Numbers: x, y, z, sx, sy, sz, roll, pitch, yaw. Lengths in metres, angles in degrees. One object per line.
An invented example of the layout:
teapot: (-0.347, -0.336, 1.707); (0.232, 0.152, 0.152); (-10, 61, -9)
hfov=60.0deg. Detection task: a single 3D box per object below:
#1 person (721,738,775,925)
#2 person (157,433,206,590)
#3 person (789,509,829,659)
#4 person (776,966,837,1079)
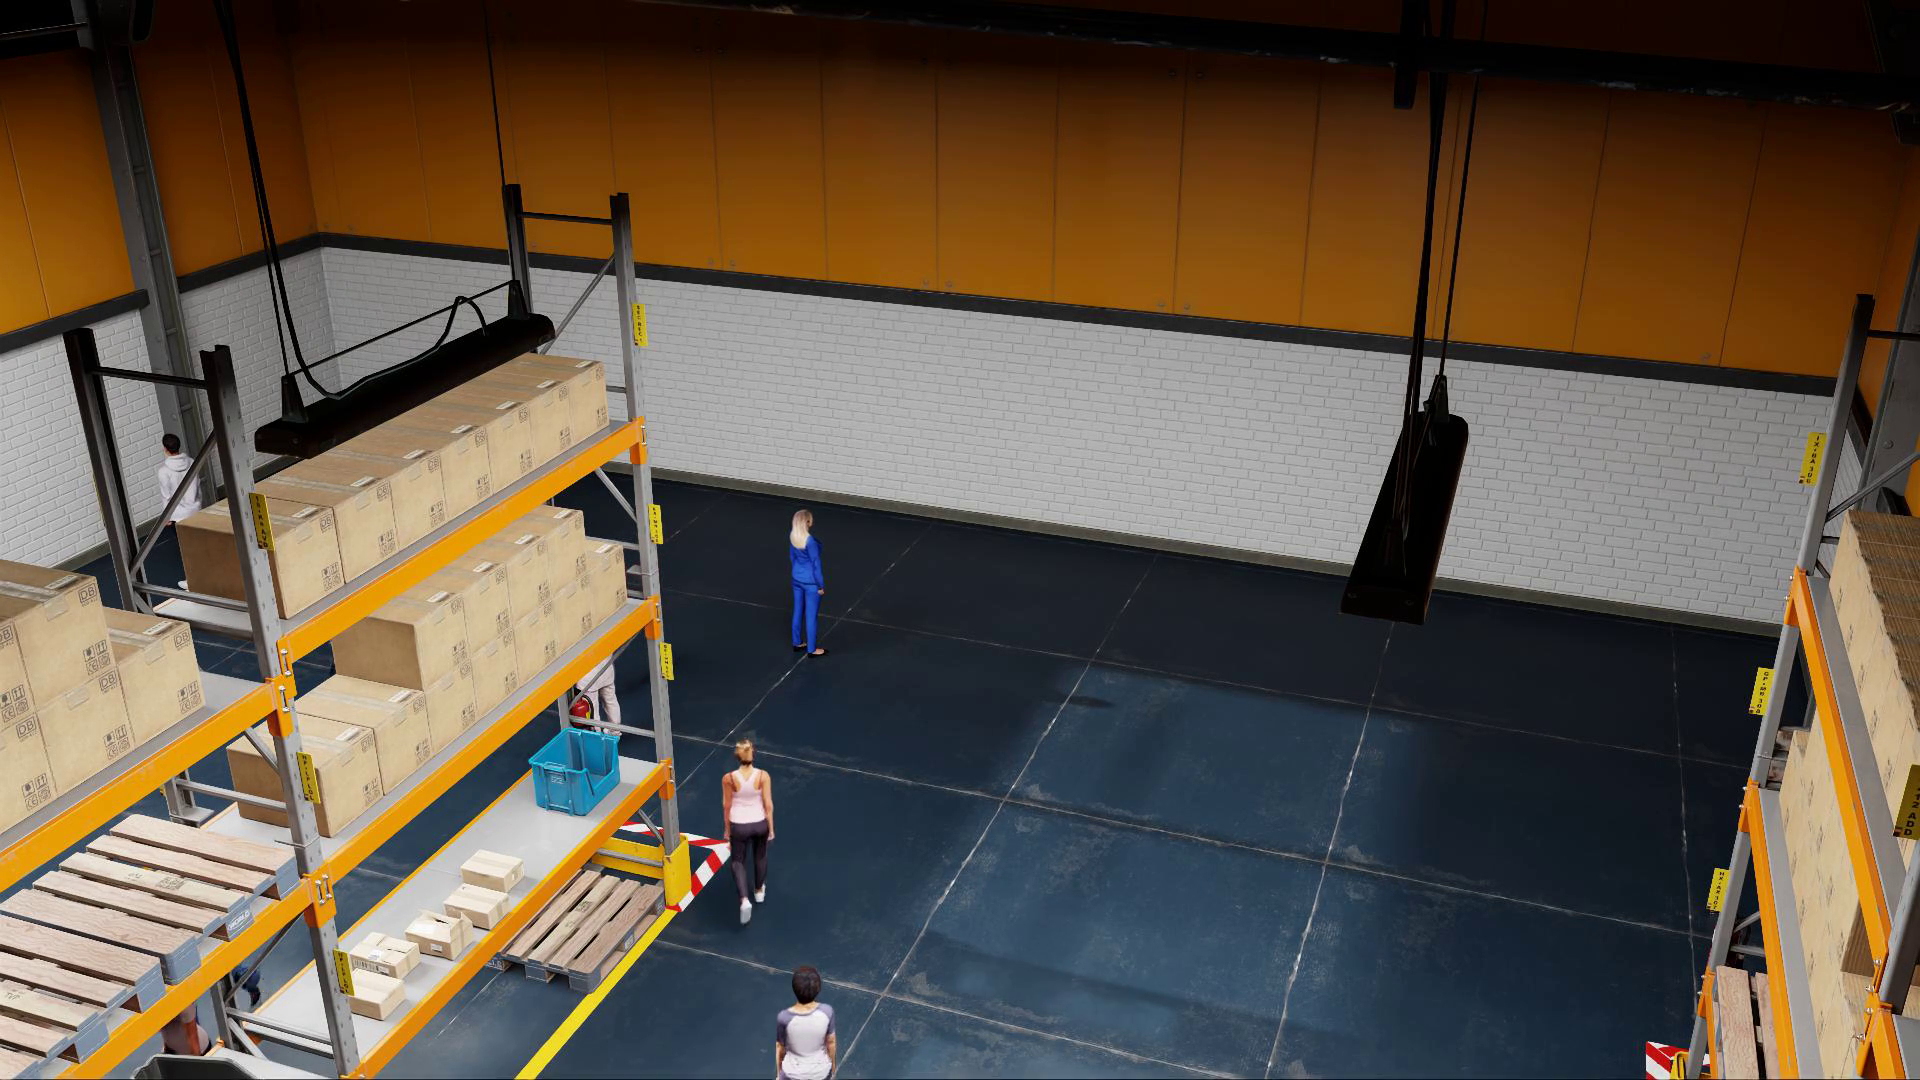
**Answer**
person: (-1.742, 2.398, 13.722); (0.841, 1.633, 1.003); (-3, 24, -7)
person: (-9.133, -0.346, 19.627); (0.778, 1.930, 0.583); (12, 27, 26)
person: (-1.678, 0.458, 18.076); (0.695, 1.700, 0.706); (-21, 31, -39)
person: (-1.024, 3.567, 11.153); (0.784, 1.548, 0.861); (-7, 25, -16)
